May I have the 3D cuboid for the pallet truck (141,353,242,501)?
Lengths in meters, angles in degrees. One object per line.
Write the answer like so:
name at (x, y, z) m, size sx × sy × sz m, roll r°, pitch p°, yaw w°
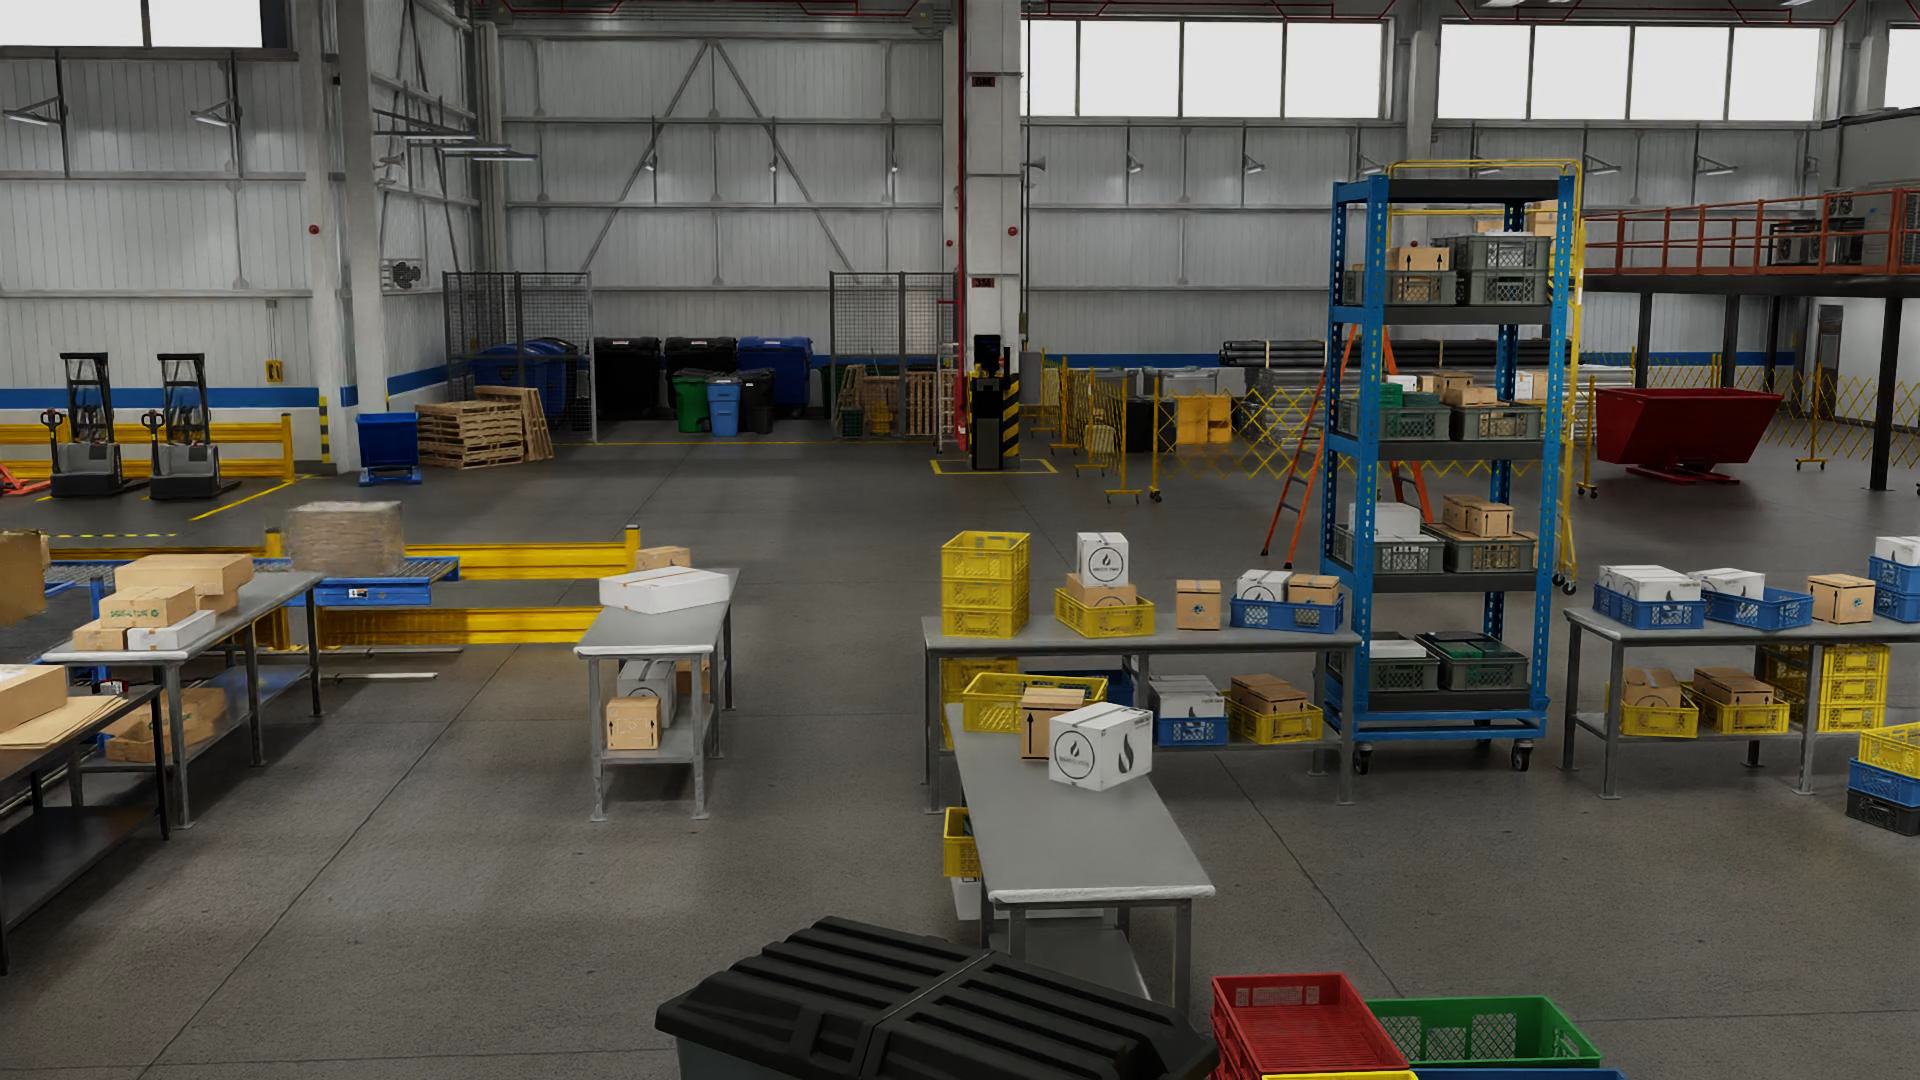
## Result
pallet truck at (-10.520, -1.604, 22.925) m, size 0.823 × 1.965 × 1.885 m, roll -1°, pitch 9°, yaw -6°

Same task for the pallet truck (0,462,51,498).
pallet truck at (-13.193, -1.293, 23.148) m, size 0.653 × 1.274 × 1.630 m, roll -1°, pitch 9°, yaw -4°

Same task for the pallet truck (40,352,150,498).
pallet truck at (-11.907, -1.642, 23.165) m, size 0.823 × 1.965 × 1.885 m, roll 0°, pitch 9°, yaw 0°
